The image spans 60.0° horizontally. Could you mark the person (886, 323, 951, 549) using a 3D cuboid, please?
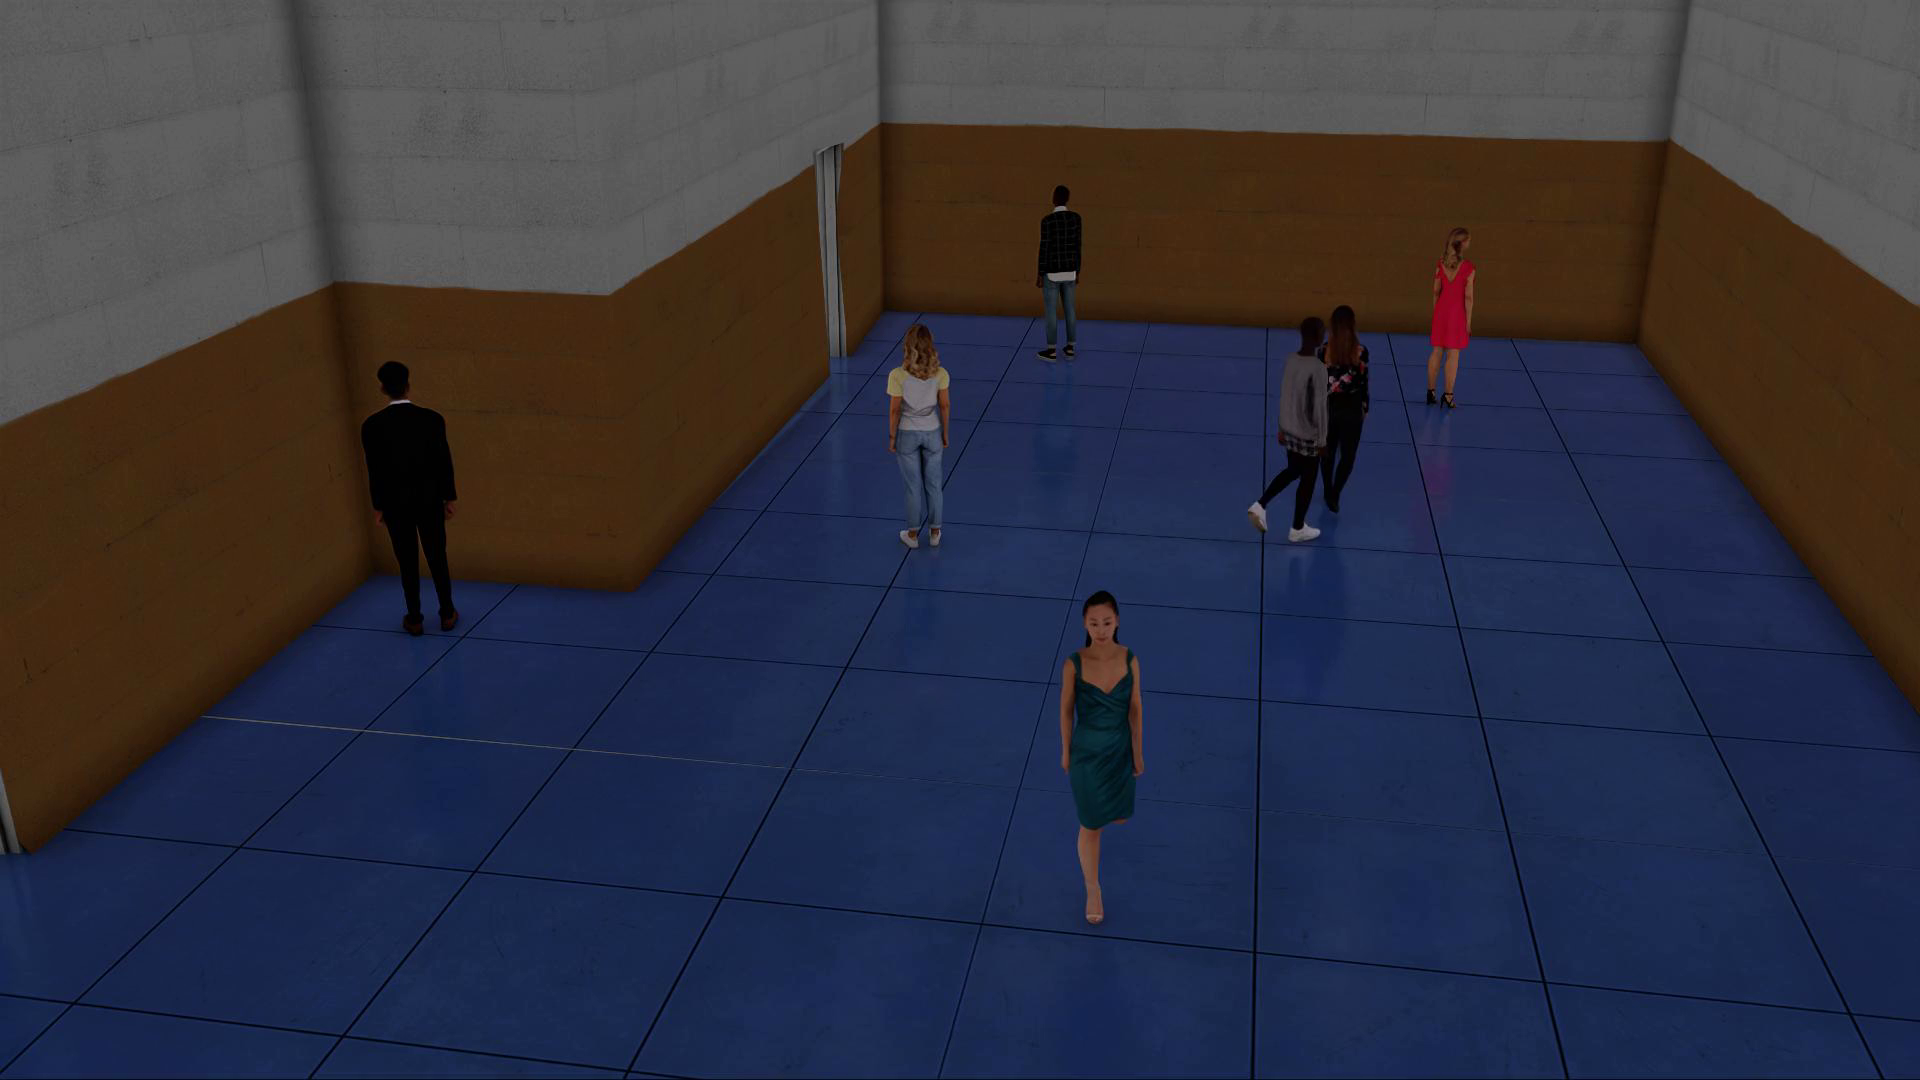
[{"bbox_3d":[-0.306,-0.777,12.508,0.626,1.722,0.766,-6,23,-14],"label":"person"}]

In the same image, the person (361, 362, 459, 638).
[{"bbox_3d":[-3.636,-0.270,11.052,0.709,1.882,0.833,-9,24,-22],"label":"person"}]

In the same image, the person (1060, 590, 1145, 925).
[{"bbox_3d":[0.689,1.026,8.119,0.904,1.664,0.782,-2,22,-5],"label":"person"}]

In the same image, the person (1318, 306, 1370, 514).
[{"bbox_3d":[3.024,-1.012,13.193,0.940,1.664,0.817,11,24,24],"label":"person"}]

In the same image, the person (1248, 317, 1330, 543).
[{"bbox_3d":[2.498,-0.797,12.529,0.992,1.759,0.889,-10,24,-23],"label":"person"}]

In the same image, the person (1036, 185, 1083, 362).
[{"bbox_3d":[1.050,-2.802,17.435,0.704,1.821,0.804,-10,24,-24],"label":"person"}]

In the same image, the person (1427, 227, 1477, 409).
[{"bbox_3d":[4.676,-2.126,15.880,0.726,1.727,0.656,-17,27,-36],"label":"person"}]
